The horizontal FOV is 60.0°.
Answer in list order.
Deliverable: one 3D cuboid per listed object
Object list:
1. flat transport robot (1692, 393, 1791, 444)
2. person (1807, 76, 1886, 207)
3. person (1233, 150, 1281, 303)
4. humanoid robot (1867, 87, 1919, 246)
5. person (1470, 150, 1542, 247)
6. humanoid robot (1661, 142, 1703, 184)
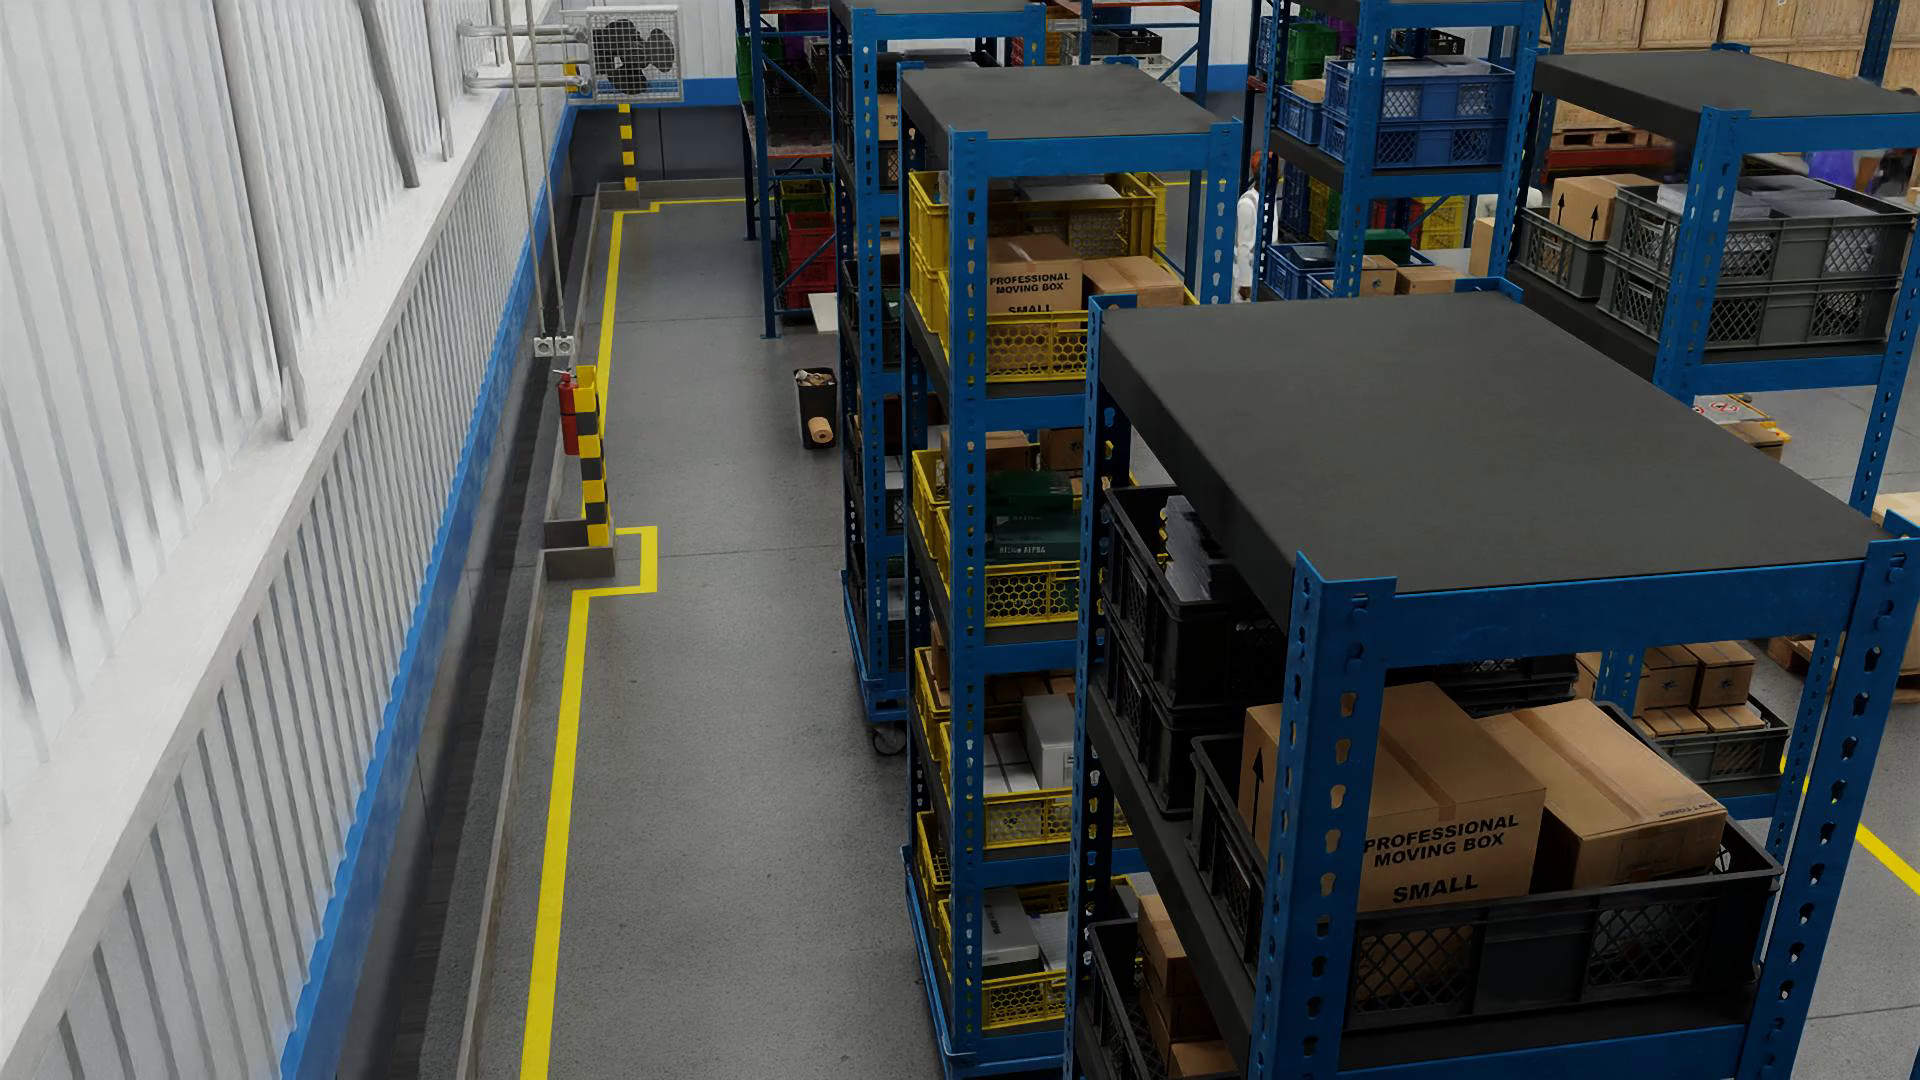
[{"bbox_3d":[5.224,-0.859,12.132,1.431,0.197,0.652,-4,25,-8],"label":"flat transport robot"},{"bbox_3d":[8.108,-3.258,15.262,0.924,2.000,0.679,-9,26,-19],"label":"person"},{"bbox_3d":[2.274,-2.054,12.834,0.362,1.882,0.574,13,28,26],"label":"person"},{"bbox_3d":[9.249,-3.769,16.859,0.644,1.619,0.714,-1,25,-2],"label":"humanoid robot"},{"bbox_3d":[4.448,-2.364,13.655,0.516,1.756,0.337,4,25,9],"label":"person"},{"bbox_3d":[6.717,-3.245,15.688,0.573,1.625,0.593,11,27,22],"label":"humanoid robot"}]
